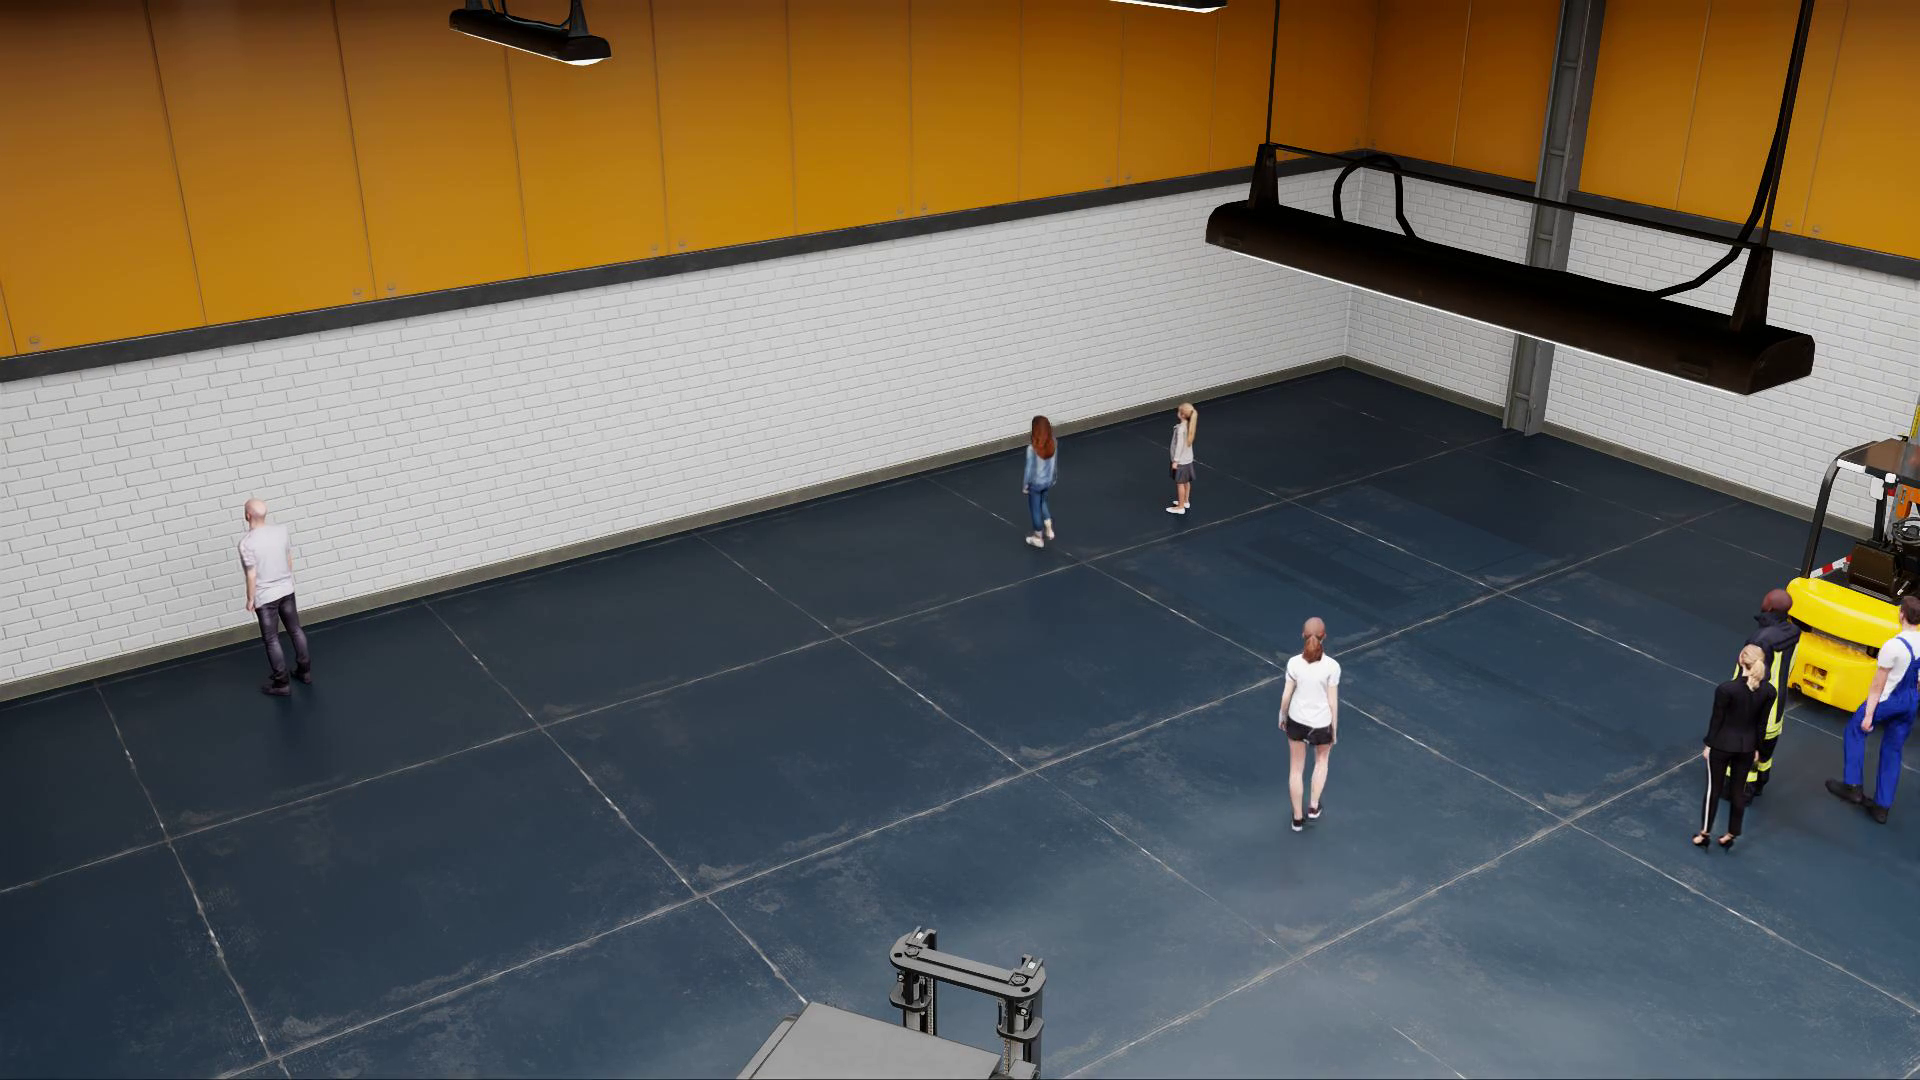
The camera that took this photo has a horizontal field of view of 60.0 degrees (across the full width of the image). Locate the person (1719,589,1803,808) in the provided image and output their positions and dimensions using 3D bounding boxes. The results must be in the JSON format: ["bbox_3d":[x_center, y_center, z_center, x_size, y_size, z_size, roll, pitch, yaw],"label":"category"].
[{"bbox_3d":[6.261,1.208,12.980,0.724,1.821,0.633,-16,28,-32],"label":"person"}]

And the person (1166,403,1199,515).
[{"bbox_3d":[2.486,-0.926,18.544,0.626,1.275,0.589,13,27,27],"label":"person"}]

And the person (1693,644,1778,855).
[{"bbox_3d":[5.727,1.558,12.326,0.679,1.704,0.704,0,24,0],"label":"person"}]

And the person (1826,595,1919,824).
[{"bbox_3d":[7.160,1.332,12.685,0.813,1.830,0.898,-4,24,-9],"label":"person"}]

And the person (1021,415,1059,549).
[{"bbox_3d":[0.895,-0.595,17.546,0.594,1.467,0.585,-18,29,-35],"label":"person"}]

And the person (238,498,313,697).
[{"bbox_3d":[-6.041,0.482,14.626,0.750,1.831,0.752,12,26,26],"label":"person"}]

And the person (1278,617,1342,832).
[{"bbox_3d":[2.631,1.434,12.562,0.772,1.741,0.833,7,25,15],"label":"person"}]
